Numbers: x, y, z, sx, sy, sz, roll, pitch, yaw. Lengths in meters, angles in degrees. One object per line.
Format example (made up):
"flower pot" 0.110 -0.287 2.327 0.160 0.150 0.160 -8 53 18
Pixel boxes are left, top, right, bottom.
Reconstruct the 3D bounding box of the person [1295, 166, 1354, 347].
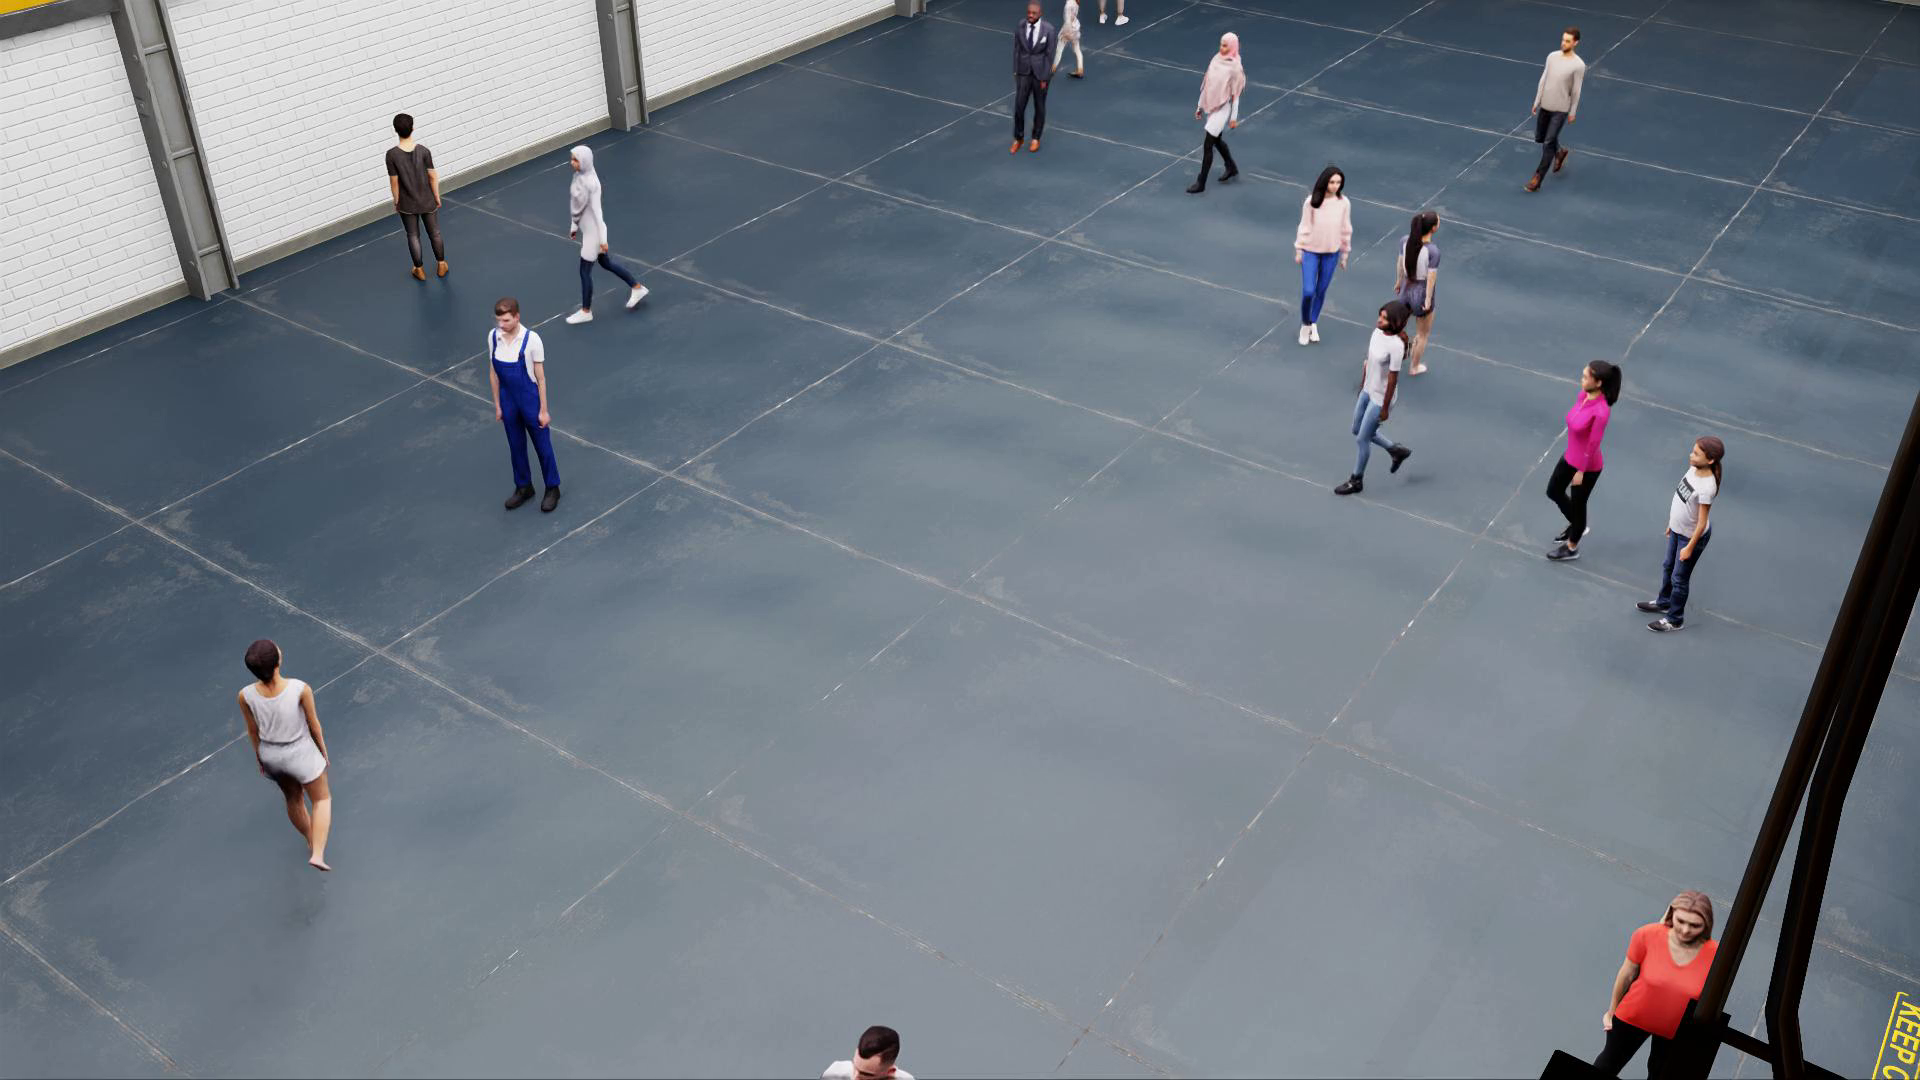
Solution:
"person" 3.378 -2.713 15.671 0.789 1.756 0.824 0 34 0

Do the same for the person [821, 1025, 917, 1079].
"person" -0.366 2.776 7.340 0.745 1.838 0.674 11 35 16

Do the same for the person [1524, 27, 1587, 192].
"person" 6.809 -4.917 18.902 1.124 1.850 0.853 -24 41 -32

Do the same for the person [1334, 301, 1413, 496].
"person" 3.404 -1.144 13.352 0.990 1.711 0.922 -7 34 -10

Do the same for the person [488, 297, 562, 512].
"person" -3.457 -1.101 13.160 0.704 1.850 0.695 7 34 11

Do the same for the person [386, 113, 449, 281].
"person" -5.511 -3.476 16.854 0.671 1.717 0.770 -12 36 -18

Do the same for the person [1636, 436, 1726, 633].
"person" 5.185 -0.059 11.854 0.682 1.562 0.595 1 34 1

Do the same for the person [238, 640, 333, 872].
"person" -3.947 1.311 9.762 0.857 1.595 0.921 -5 34 -8

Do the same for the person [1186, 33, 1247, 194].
"person" 2.987 -4.865 18.895 1.150 1.771 0.931 -17 37 -24

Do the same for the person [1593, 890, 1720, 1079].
"person" 3.395 2.346 8.117 0.637 1.693 0.592 13 36 19

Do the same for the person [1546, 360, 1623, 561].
"person" 4.774 -0.583 12.529 0.796 1.688 0.736 -6 34 -9

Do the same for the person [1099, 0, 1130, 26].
"person" 2.241 -8.474 24.264 0.743 1.840 0.733 16 37 22

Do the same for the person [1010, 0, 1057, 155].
"person" 0.908 -5.587 19.948 0.805 1.808 0.851 9 35 14

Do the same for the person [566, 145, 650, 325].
"person" -3.458 -2.968 16.066 1.188 1.744 0.975 -14 36 -20

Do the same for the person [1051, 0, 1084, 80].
"person" 1.547 -6.809 22.259 0.681 1.286 0.794 15 37 22

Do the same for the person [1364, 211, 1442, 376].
"person" 4.027 -2.156 14.952 1.038 1.625 0.804 -21 39 -28
